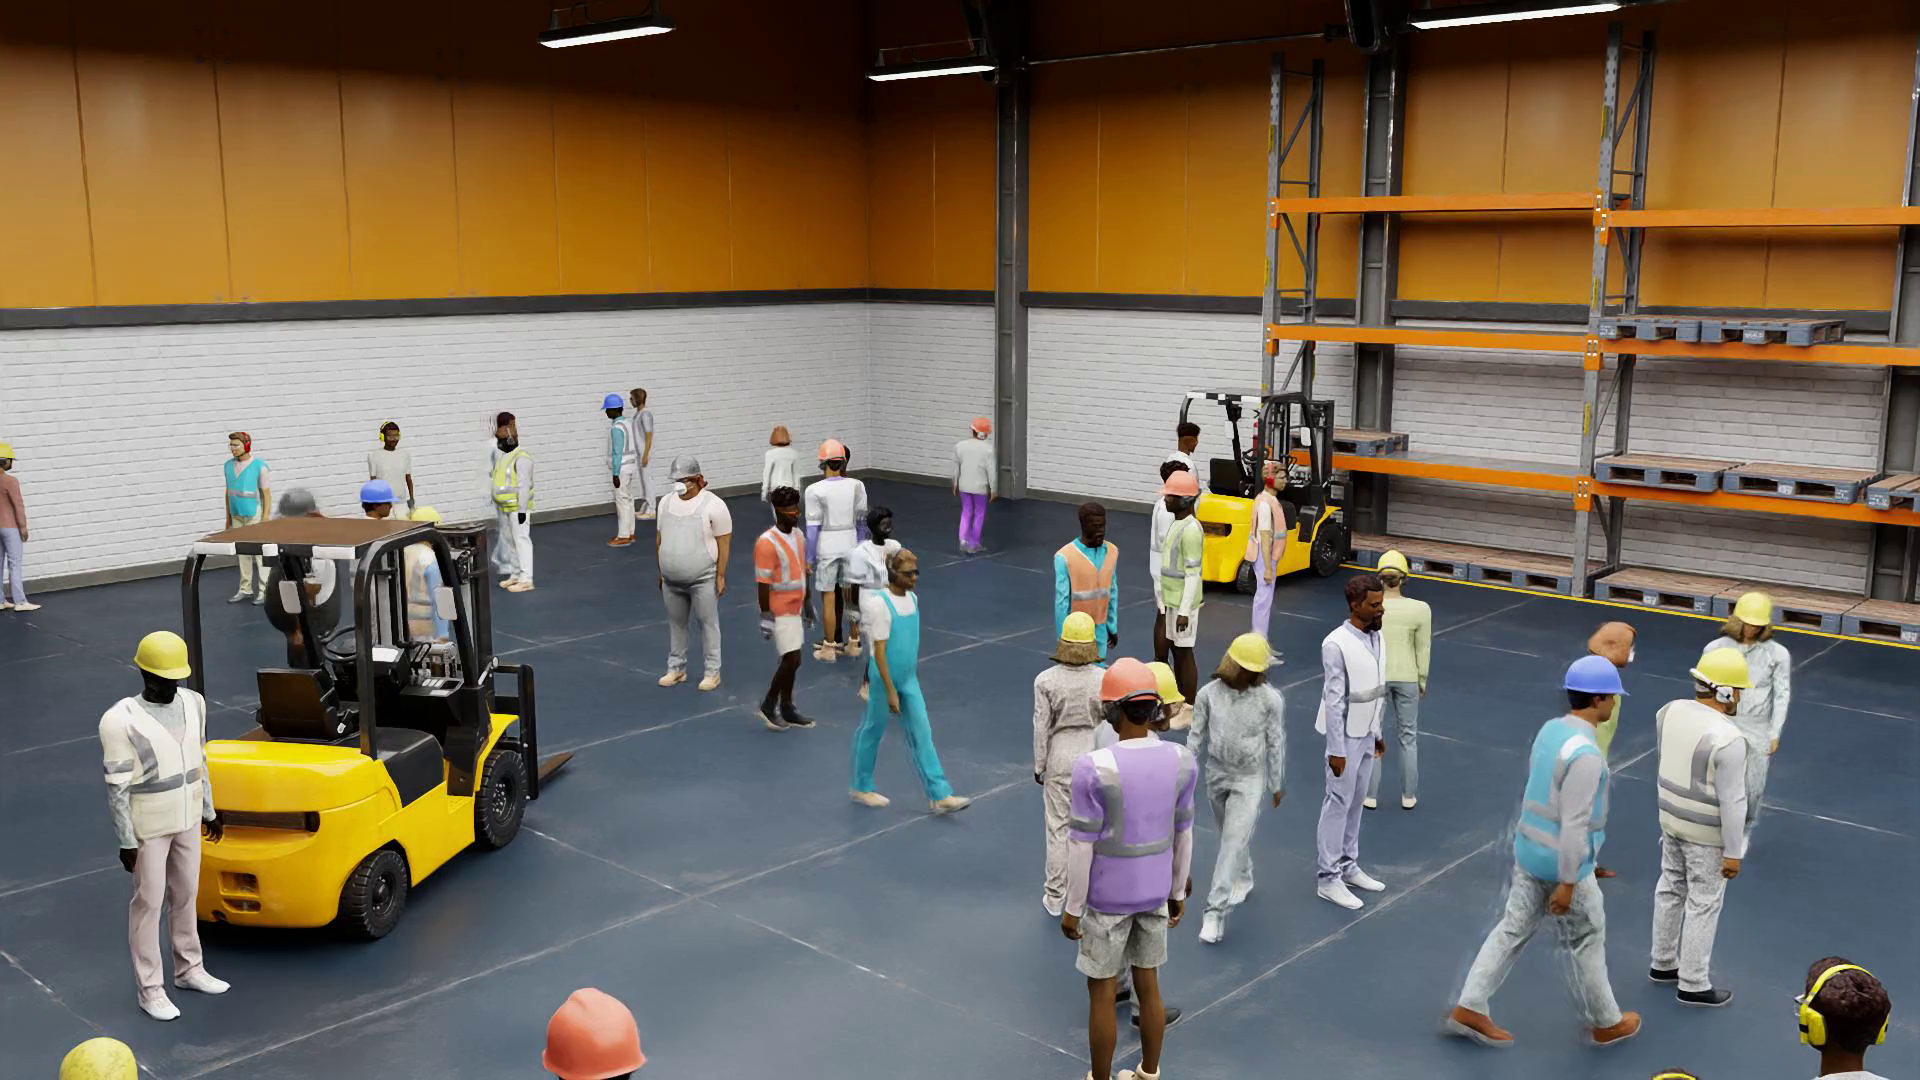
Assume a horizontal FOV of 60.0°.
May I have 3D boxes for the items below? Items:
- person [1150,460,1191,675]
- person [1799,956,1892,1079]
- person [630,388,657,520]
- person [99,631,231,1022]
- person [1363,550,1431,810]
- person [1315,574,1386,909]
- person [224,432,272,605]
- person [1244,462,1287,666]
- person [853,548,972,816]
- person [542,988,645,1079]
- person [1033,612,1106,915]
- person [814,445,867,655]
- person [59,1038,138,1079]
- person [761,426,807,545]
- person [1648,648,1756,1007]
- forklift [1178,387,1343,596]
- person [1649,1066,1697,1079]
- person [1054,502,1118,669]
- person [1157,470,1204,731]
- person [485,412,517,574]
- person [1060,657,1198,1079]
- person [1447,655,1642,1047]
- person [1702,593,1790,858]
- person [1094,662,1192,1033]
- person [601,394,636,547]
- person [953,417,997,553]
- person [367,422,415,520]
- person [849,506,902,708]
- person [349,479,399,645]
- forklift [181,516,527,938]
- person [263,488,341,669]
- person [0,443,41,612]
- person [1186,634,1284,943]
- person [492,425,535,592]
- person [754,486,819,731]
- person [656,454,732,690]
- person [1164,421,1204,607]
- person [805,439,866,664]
[{"bbox_3d":[1.821,0.280,14.359,0.367,1.966,0.606,0,10,2],"label":"person"},{"bbox_3d":[2.359,2.055,4.570,0.510,1.861,0.324,-2,10,-11],"label":"person"},{"bbox_3d":[-4.406,-1.196,23.122,0.345,1.842,0.505,-4,11,-20],"label":"person"},{"bbox_3d":[-3.906,1.384,8.217,0.381,1.917,0.585,4,11,22],"label":"person"},{"bbox_3d":[2.880,0.946,11.170,0.524,1.759,0.337,1,10,6],"label":"person"},{"bbox_3d":[2.269,1.136,9.622,0.391,1.920,0.587,8,12,37],"label":"person"},{"bbox_3d":[-7.548,-0.238,17.649,0.570,1.845,0.380,4,11,21],"label":"person"},{"bbox_3d":[2.788,0.203,15.138,0.390,1.847,0.563,2,10,11],"label":"person"},{"bbox_3d":[-0.367,0.952,10.996,0.962,1.794,0.509,8,13,38],"label":"person"},{"bbox_3d":[-0.905,2.078,4.236,0.548,1.934,0.384,-8,13,-40],"label":"person"},{"bbox_3d":[0.657,1.262,9.407,0.493,1.743,0.296,0,10,1],"label":"person"},{"bbox_3d":[-1.117,0.080,15.497,0.361,1.965,0.613,-9,13,-41],"label":"person"},{"bbox_3d":[-2.201,2.143,4.388,0.483,1.745,0.306,-7,12,-36],"label":"person"},{"bbox_3d":[-2.146,-0.597,20.402,0.747,1.601,0.497,8,13,38],"label":"person"},{"bbox_3d":[3.697,1.424,8.283,0.403,1.817,0.601,-2,10,-12],"label":"person"},{"bbox_3d":[3.298,-0.608,18.767,1.214,2.155,2.313,9,13,42],"label":"forklift"},{"bbox_3d":[1.606,2.159,4.048,0.554,1.826,0.791,-6,11,-29],"label":"person"},{"bbox_3d":[0.932,0.652,12.421,0.586,1.910,0.396,-8,13,-39],"label":"person"},{"bbox_3d":[1.711,0.470,13.052,0.368,2.048,0.607,-1,10,-5],"label":"person"},{"bbox_3d":[-5.253,-0.535,19.207,0.436,1.895,0.621,-1,10,-5],"label":"person"},{"bbox_3d":[0.715,1.511,7.198,0.607,2.029,0.405,-5,11,-28],"label":"person"},{"bbox_3d":[2.778,1.477,7.780,0.941,1.900,0.611,-1,10,-4],"label":"person"},{"bbox_3d":[4.761,1.147,10.140,0.494,1.719,0.501,5,11,26],"label":"person"},{"bbox_3d":[0.862,1.472,7.986,0.407,1.822,0.618,-5,11,-26],"label":"person"},{"bbox_3d":[-4.319,-0.886,21.089,0.416,1.939,0.604,0,10,-1],"label":"person"},{"bbox_3d":[0.170,-0.658,20.441,0.609,1.711,0.546,6,11,29],"label":"person"},{"bbox_3d":[-6.312,-0.392,18.502,0.510,1.860,0.333,-8,13,-38],"label":"person"},{"bbox_3d":[-0.651,0.553,13.600,0.432,1.682,0.538,8,13,38],"label":"person"},{"bbox_3d":[-4.641,0.481,13.272,0.404,1.945,0.614,-7,12,-35],"label":"person"},{"bbox_3d":[-3.583,0.976,9.748,1.214,2.155,2.313,2,10,11],"label":"forklift"},{"bbox_3d":[-4.917,0.558,12.569,0.635,2.000,0.738,-4,11,-20],"label":"person"},{"bbox_3d":[-9.895,-0.126,17.266,0.523,1.760,0.327,3,10,17],"label":"person"},{"bbox_3d":[1.520,1.319,9.264,0.531,1.677,0.926,5,11,28],"label":"person"},{"bbox_3d":[-4.932,-0.355,18.376,0.429,1.832,0.635,-8,13,-37],"label":"person"},{"bbox_3d":[-1.353,0.532,12.984,0.402,1.951,0.653,3,10,17],"label":"person"},{"bbox_3d":[-2.320,0.272,14.195,0.687,2.000,0.535,4,11,21],"label":"person"},{"bbox_3d":[2.350,-0.274,17.519,0.368,1.964,0.603,-3,10,-14],"label":"person"},{"bbox_3d":[-1.148,0.102,15.153,0.605,2.045,0.385,-6,12,-31],"label":"person"}]
